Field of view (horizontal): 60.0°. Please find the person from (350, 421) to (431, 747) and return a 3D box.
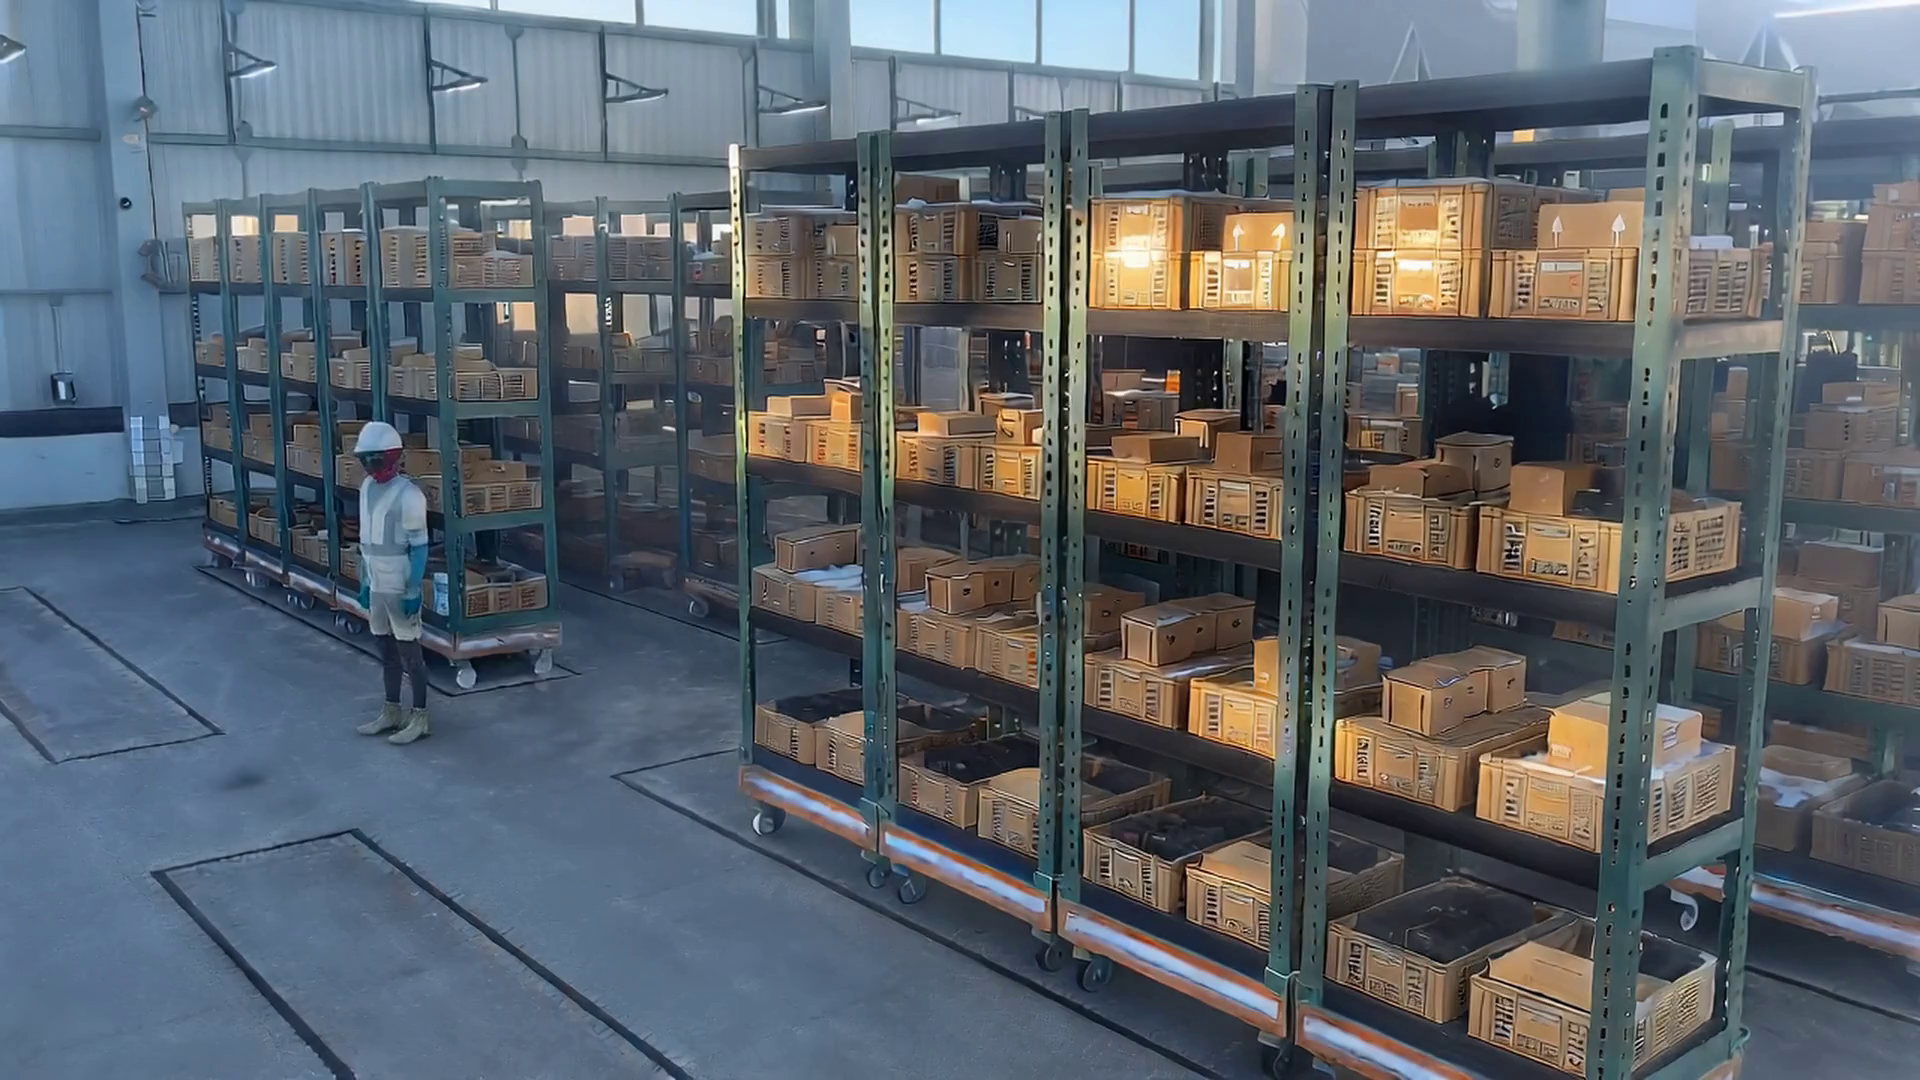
[{"bbox_3d":[-3.585,0.274,10.443,0.605,2.045,0.385,7,12,37],"label":"person"}]
